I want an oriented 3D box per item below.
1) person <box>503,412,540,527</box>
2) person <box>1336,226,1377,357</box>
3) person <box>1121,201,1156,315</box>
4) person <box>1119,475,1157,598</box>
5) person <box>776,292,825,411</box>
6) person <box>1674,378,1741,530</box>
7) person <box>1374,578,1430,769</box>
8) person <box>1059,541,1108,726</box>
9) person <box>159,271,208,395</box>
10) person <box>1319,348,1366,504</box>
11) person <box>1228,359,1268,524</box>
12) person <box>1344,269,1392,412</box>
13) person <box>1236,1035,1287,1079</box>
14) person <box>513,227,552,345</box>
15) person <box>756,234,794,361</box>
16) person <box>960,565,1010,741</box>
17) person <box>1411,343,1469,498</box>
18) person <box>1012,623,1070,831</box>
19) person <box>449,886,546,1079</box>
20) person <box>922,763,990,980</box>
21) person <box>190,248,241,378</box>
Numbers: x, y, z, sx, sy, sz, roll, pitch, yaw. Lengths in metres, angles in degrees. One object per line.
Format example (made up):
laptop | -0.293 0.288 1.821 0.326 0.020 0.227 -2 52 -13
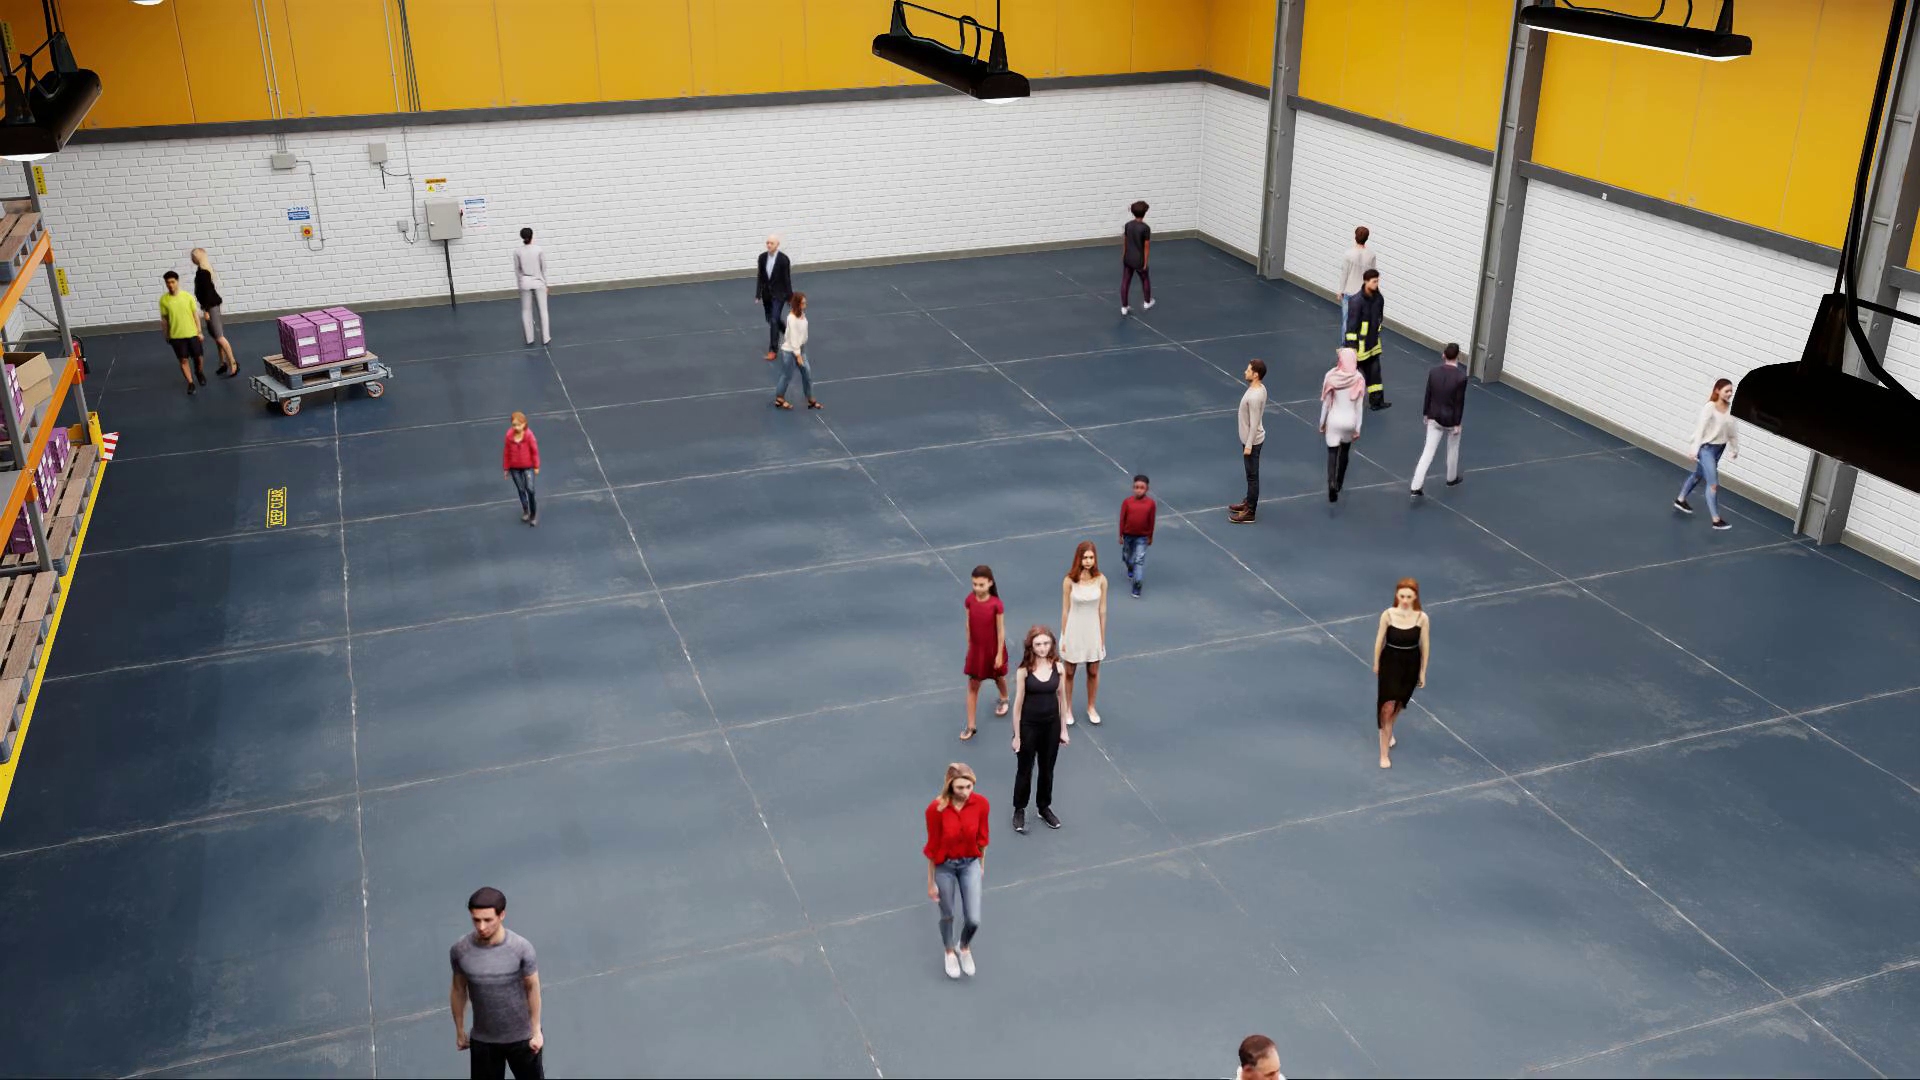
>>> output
person | -4.862 -0.830 18.507 0.643 1.301 0.745 0 24 1
person | 5.731 -3.582 24.052 0.739 1.902 0.699 0 24 1
person | 2.716 -4.415 26.149 1.014 1.750 1.053 12 26 25
person | 1.789 -0.086 16.879 0.741 1.242 0.868 4 24 10
person | -2.246 -2.472 21.850 1.013 1.633 0.986 5 24 10
person | 8.268 -0.990 18.448 0.627 1.643 1.081 -8 25 -19
person | 3.668 1.033 13.883 0.832 1.591 1.047 2 24 5
person | 1.048 0.789 14.294 0.621 1.709 0.623 0 24 0
person | -10.557 -2.836 22.605 0.645 1.695 0.718 -10 25 -21
person | 4.332 -1.280 18.944 1.027 1.776 1.205 6 24 13
person | 3.240 -1.108 18.436 0.801 1.868 0.681 3 24 8
person | 5.254 -2.669 21.970 0.906 1.897 1.094 -13 27 -26
person | 1.373 3.233 8.577 1.286 1.810 1.037 20 31 39
person | -6.362 -3.782 24.724 0.671 1.732 0.617 -2 24 -5
person | -2.674 -3.565 24.171 1.155 1.776 1.228 10 25 21
person | 0.259 0.897 14.281 0.932 1.522 1.057 8 25 17
person | 5.459 -1.313 19.002 1.290 1.790 1.128 20 31 38
person | 0.599 1.417 12.810 0.599 1.748 0.517 -9 25 -20
person | -2.612 2.780 9.536 0.724 1.872 0.674 1 24 1
person | -0.057 2.165 11.170 0.651 1.689 0.616 -5 24 -12
person | -10.431 -3.180 23.209 0.863 1.841 0.597 -6 24 -14
